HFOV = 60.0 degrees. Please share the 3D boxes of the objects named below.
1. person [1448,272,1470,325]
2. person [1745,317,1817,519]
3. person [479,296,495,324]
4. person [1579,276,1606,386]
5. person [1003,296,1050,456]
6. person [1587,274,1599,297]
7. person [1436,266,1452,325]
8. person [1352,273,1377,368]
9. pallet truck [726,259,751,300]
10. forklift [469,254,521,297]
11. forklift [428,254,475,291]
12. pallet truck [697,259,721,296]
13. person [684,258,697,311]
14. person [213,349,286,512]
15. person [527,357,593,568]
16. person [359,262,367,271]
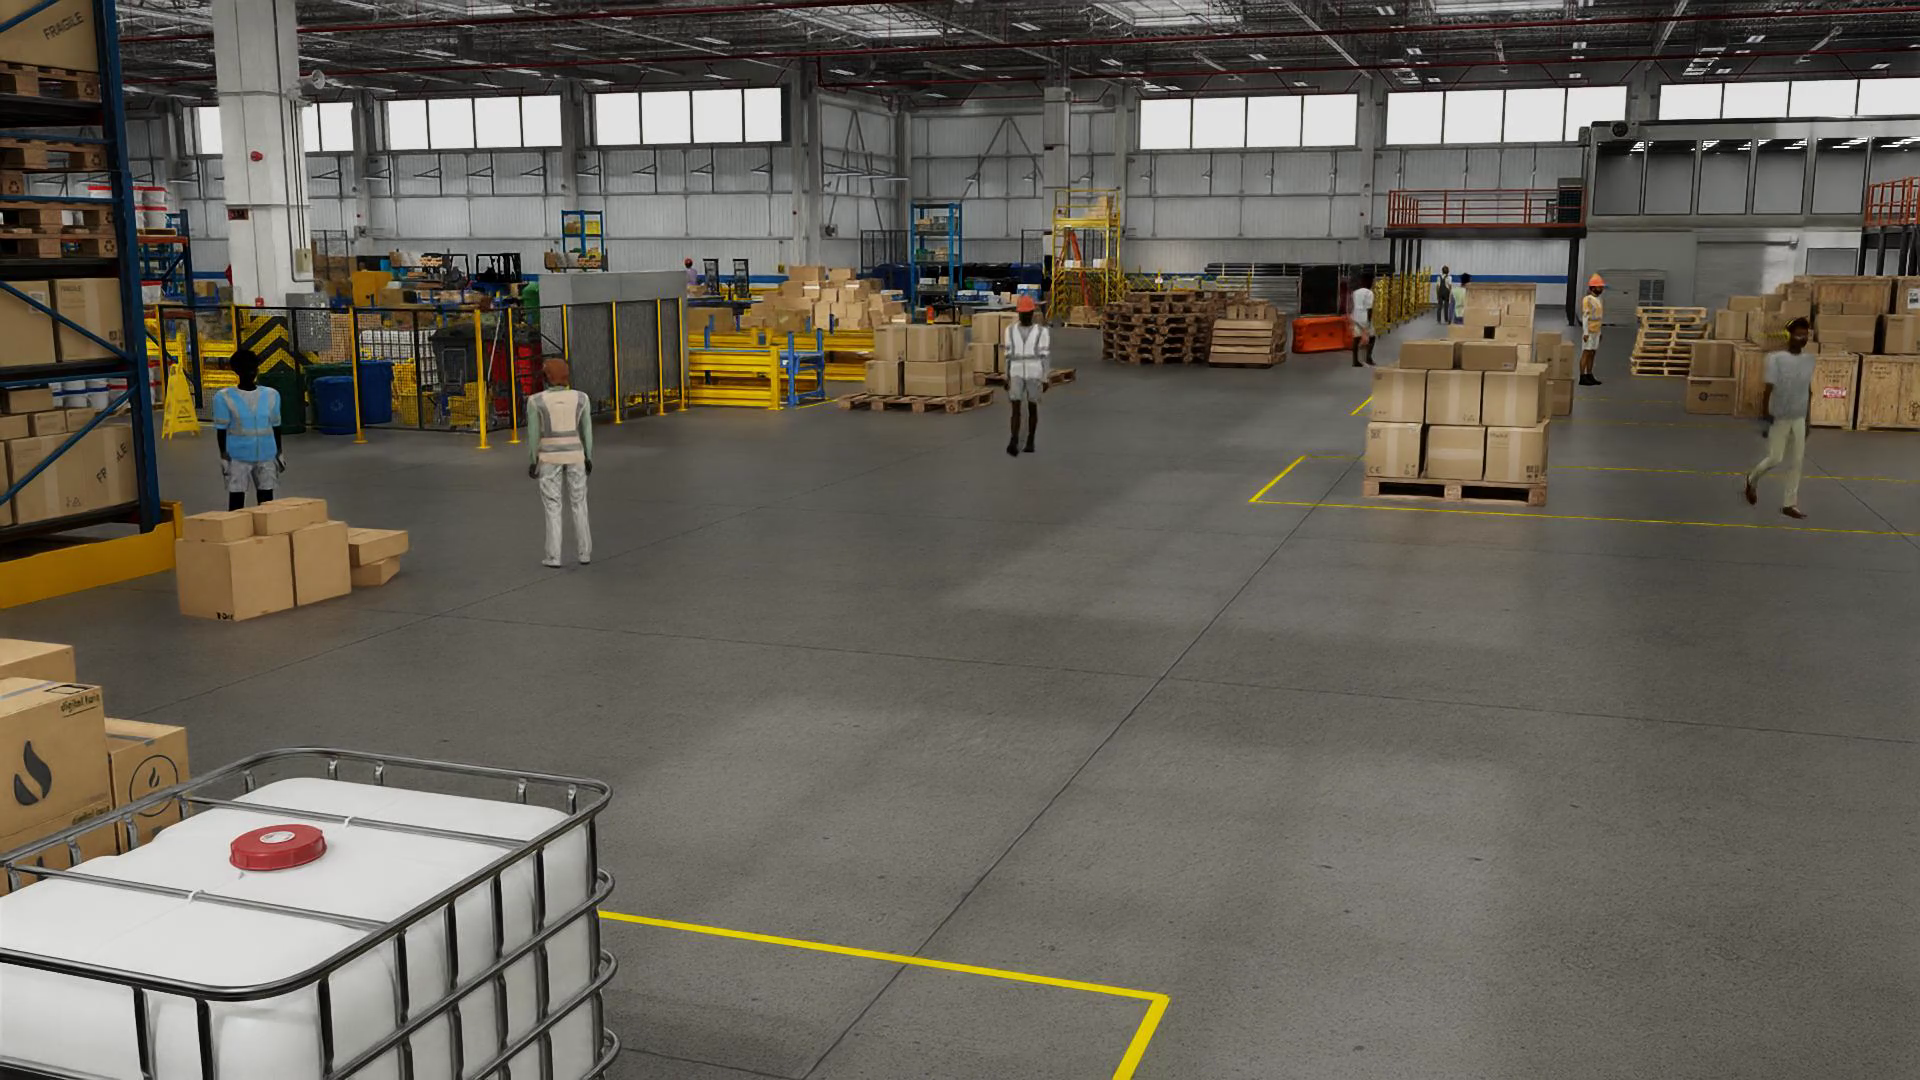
[{"bbox_3d":[10.898,-4.836,36.045,0.623,1.906,0.451,1,10,3],"label":"person"},{"bbox_3d":[7.639,-1.144,15.417,0.529,1.851,0.711,-2,10,-10],"label":"person"},{"bbox_3d":[-8.508,-3.565,29.754,0.821,1.604,0.495,2,10,13],"label":"person"},{"bbox_3d":[11.314,-3.731,29.730,0.545,1.942,0.350,-9,13,-40],"label":"person"},{"bbox_3d":[0.776,-1.941,19.788,0.571,1.884,0.972,2,10,11],"label":"person"},{"bbox_3d":[16.185,-5.918,42.537,0.322,1.769,0.523,9,14,43],"label":"person"},{"bbox_3d":[15.211,-7.678,52.247,0.506,1.839,0.343,8,13,39],"label":"person"},{"bbox_3d":[8.300,-4.484,33.994,0.679,1.937,0.609,-6,12,-31],"label":"person"},{"bbox_3d":[-7.986,-9.493,62.019,0.823,1.965,1.885,3,11,17],"label":"pallet truck"},{"bbox_3d":[-17.990,-10.121,64.684,1.157,1.987,2.680,3,11,17],"label":"forklift"},{"bbox_3d":[-20.133,-10.254,65.465,1.157,1.987,2.680,3,11,19],"label":"forklift"},{"bbox_3d":[-9.165,-9.627,62.776,0.823,1.965,1.885,4,11,23],"label":"pallet truck"},{"bbox_3d":[-9.346,-8.702,57.469,0.406,2.034,0.608,7,12,35],"label":"person"},{"bbox_3d":[-5.563,-0.648,13.053,0.534,1.697,0.322,-9,14,-43],"label":"person"},{"bbox_3d":[-3.105,-0.599,12.948,0.523,1.636,0.310,-6,12,-30],"label":"person"},{"bbox_3d":[-20.512,-8.601,57.262,0.399,1.905,0.642,-3,10,-16],"label":"person"}]
